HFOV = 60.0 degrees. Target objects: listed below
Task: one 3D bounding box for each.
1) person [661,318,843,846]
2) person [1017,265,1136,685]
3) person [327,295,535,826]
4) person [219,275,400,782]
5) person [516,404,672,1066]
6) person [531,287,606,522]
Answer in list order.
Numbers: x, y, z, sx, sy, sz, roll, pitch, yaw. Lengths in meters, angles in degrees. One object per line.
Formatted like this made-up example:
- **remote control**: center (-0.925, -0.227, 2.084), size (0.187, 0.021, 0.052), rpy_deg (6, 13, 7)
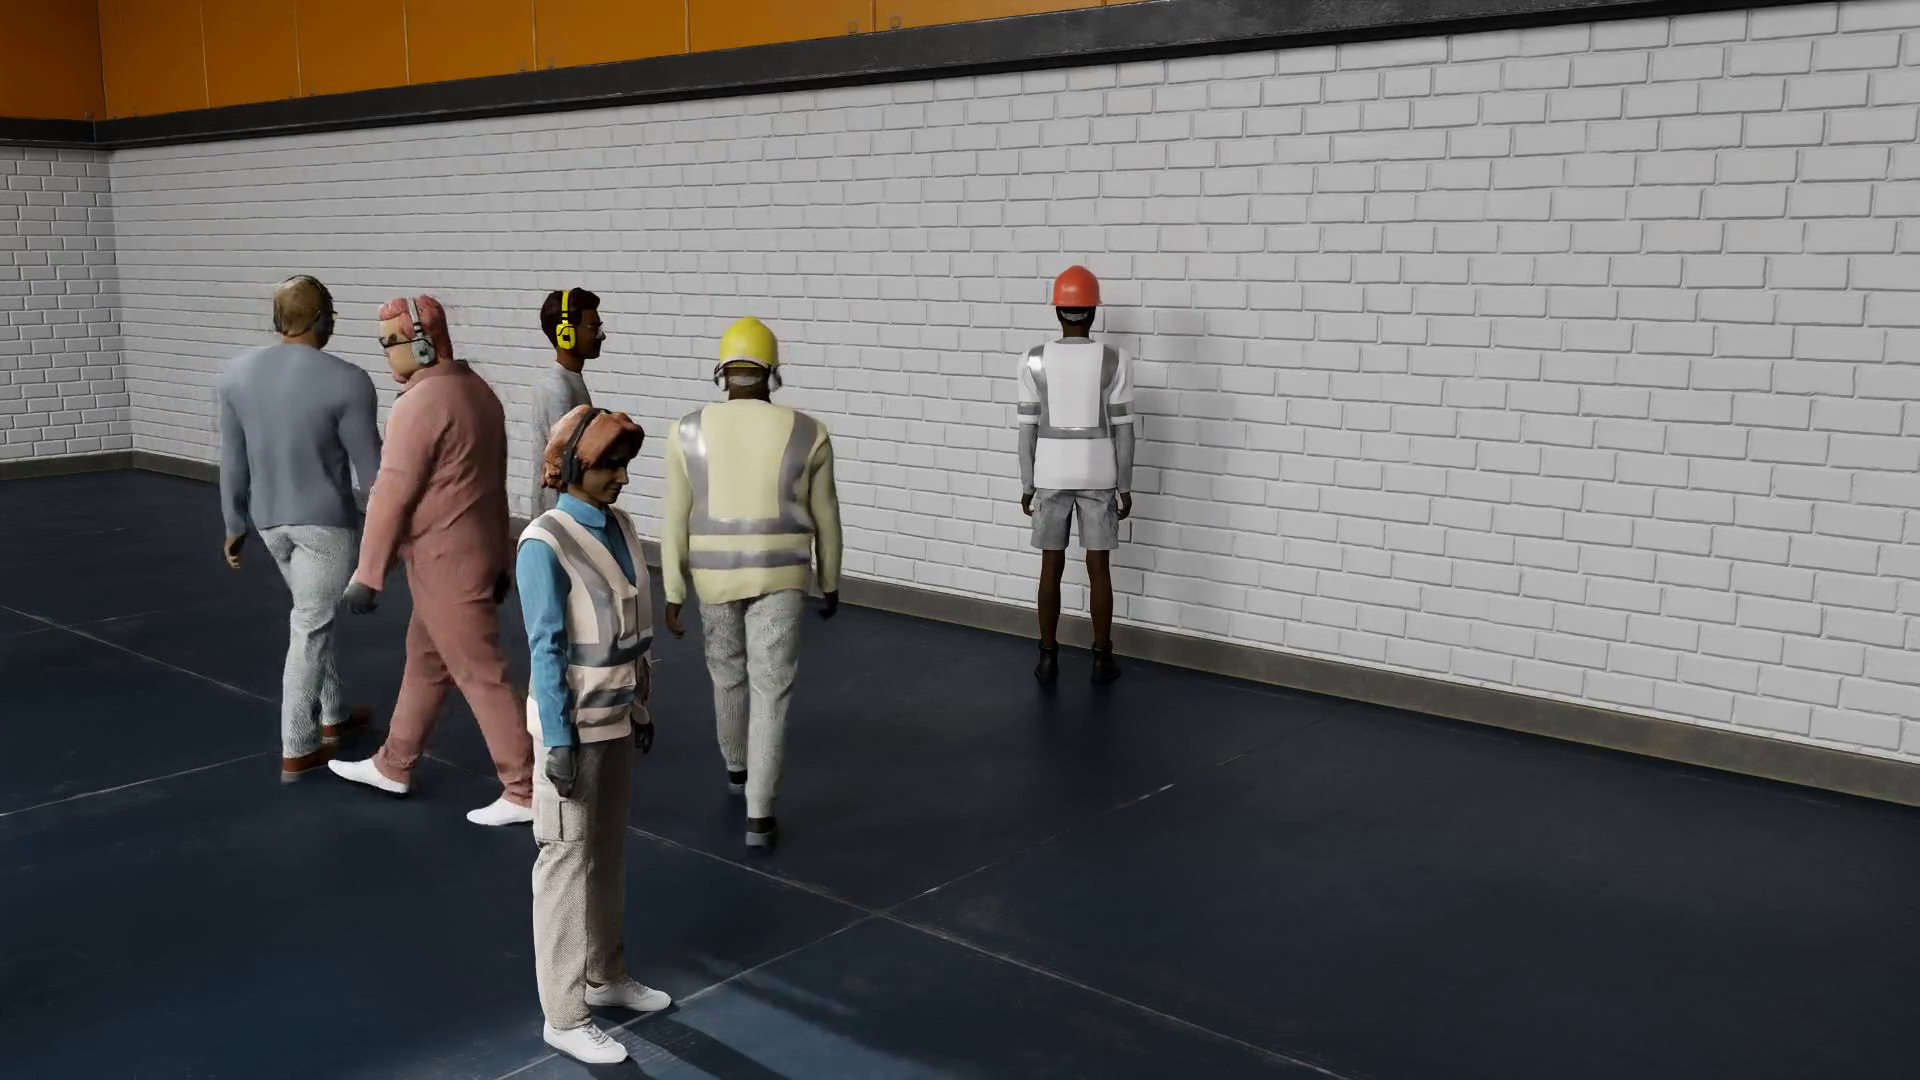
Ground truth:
- **person**: center (-0.721, 0.119, 5.857), size (0.617, 1.779, 0.938), rpy_deg (0, 10, -1)
- **person**: center (0.536, -0.289, 7.709), size (0.545, 1.942, 0.351), rpy_deg (1, 10, 7)
- **person**: center (-1.876, 0.093, 5.780), size (0.948, 1.858, 0.639), rpy_deg (0, 10, 2)
- **person**: center (-2.462, -0.067, 6.516), size (0.660, 1.911, 0.836), rpy_deg (3, 10, 17)
- **person**: center (-0.932, 0.476, 4.213), size (0.310, 1.640, 0.514), rpy_deg (2, 10, 12)
- **person**: center (-1.510, -0.047, 6.532), size (0.335, 1.873, 0.519), rpy_deg (-2, 10, -13)
